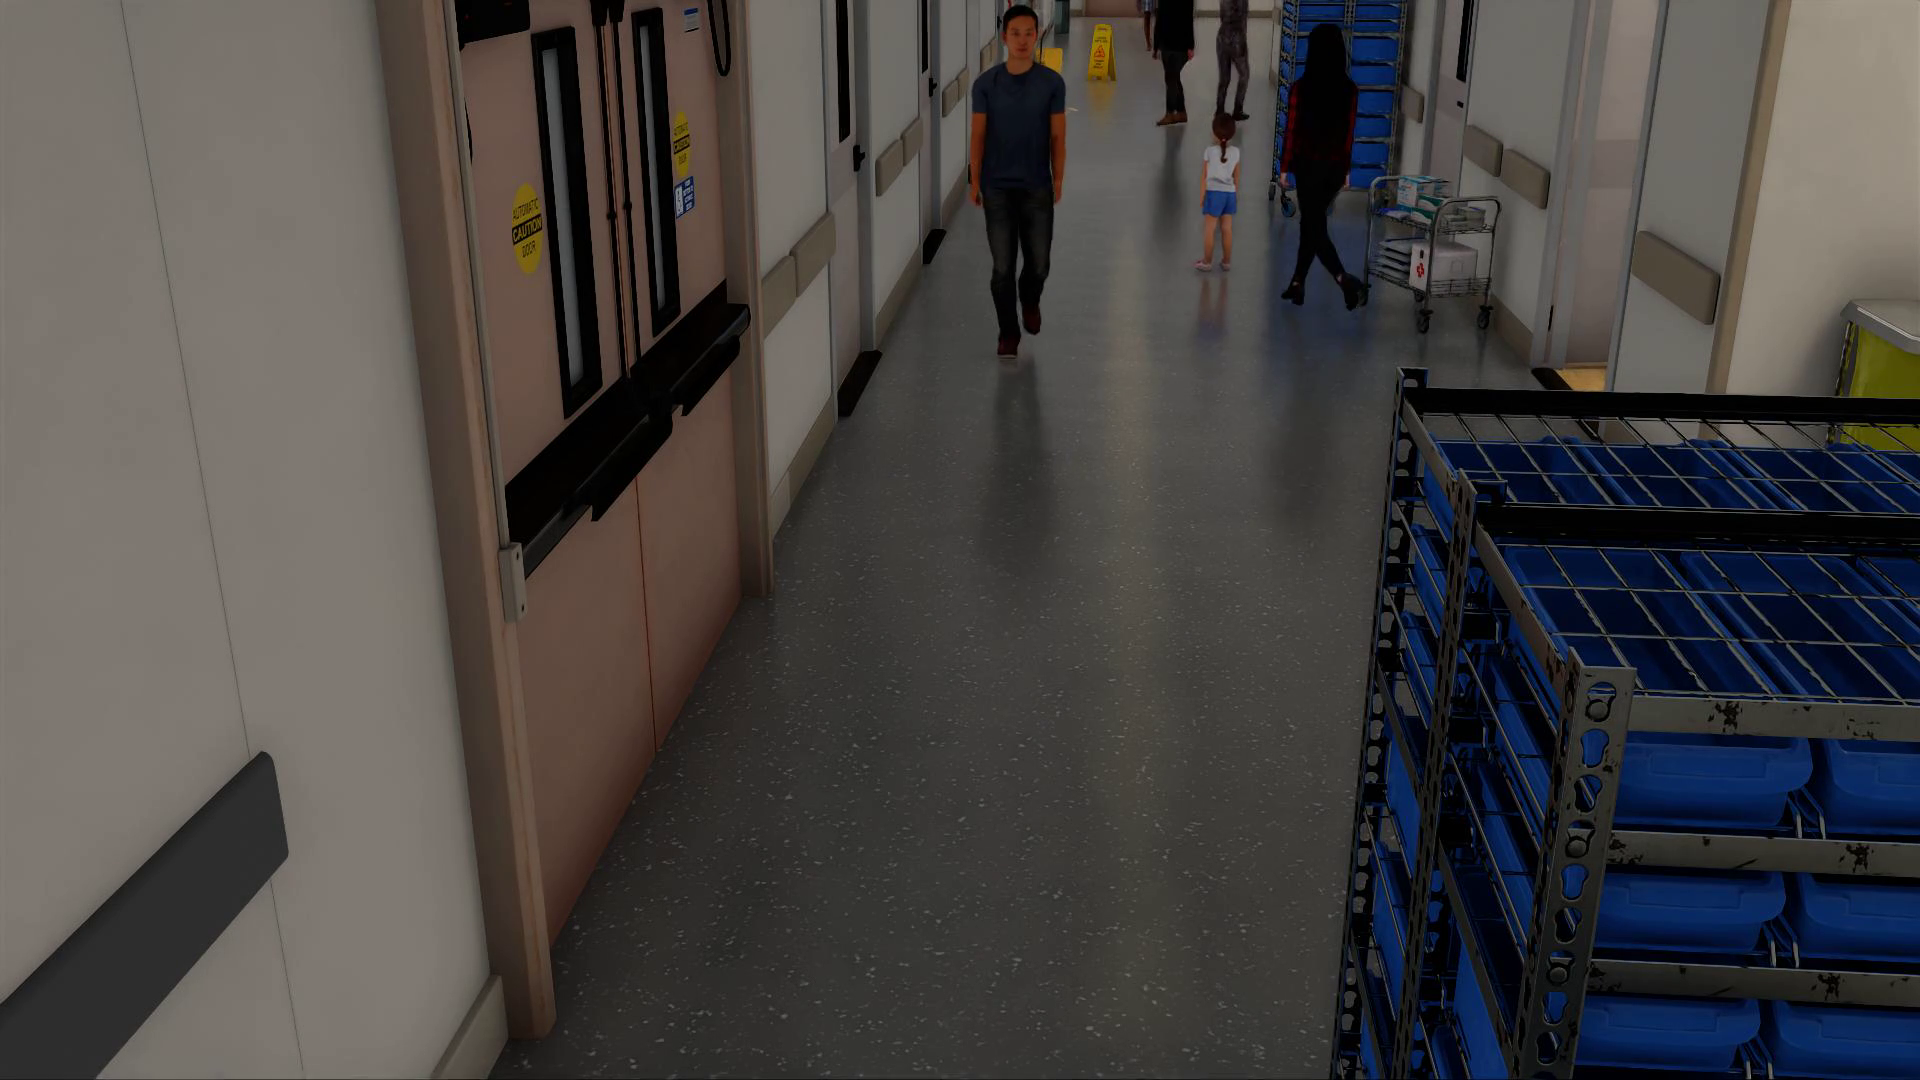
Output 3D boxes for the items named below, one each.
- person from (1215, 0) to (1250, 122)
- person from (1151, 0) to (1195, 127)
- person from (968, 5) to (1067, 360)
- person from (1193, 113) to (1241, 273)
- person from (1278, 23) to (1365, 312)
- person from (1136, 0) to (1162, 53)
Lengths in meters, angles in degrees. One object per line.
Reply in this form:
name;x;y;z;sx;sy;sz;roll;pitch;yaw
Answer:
person;2.981;-5.477;18.419;0.851;1.686;0.791;-11;23;-26
person;2.420;-5.431;18.273;0.931;1.704;0.867;-13;25;-32
person;0.294;-1.873;8.751;0.681;1.794;0.794;0;21;1
person;1.706;-2.279;10.925;0.482;1.013;0.499;-5;21;-13
person;2.111;-2.078;9.536;0.880;1.623;1.139;-7;22;-18
person;3.216;-9.103;27.951;0.633;1.716;0.585;1;21;4
